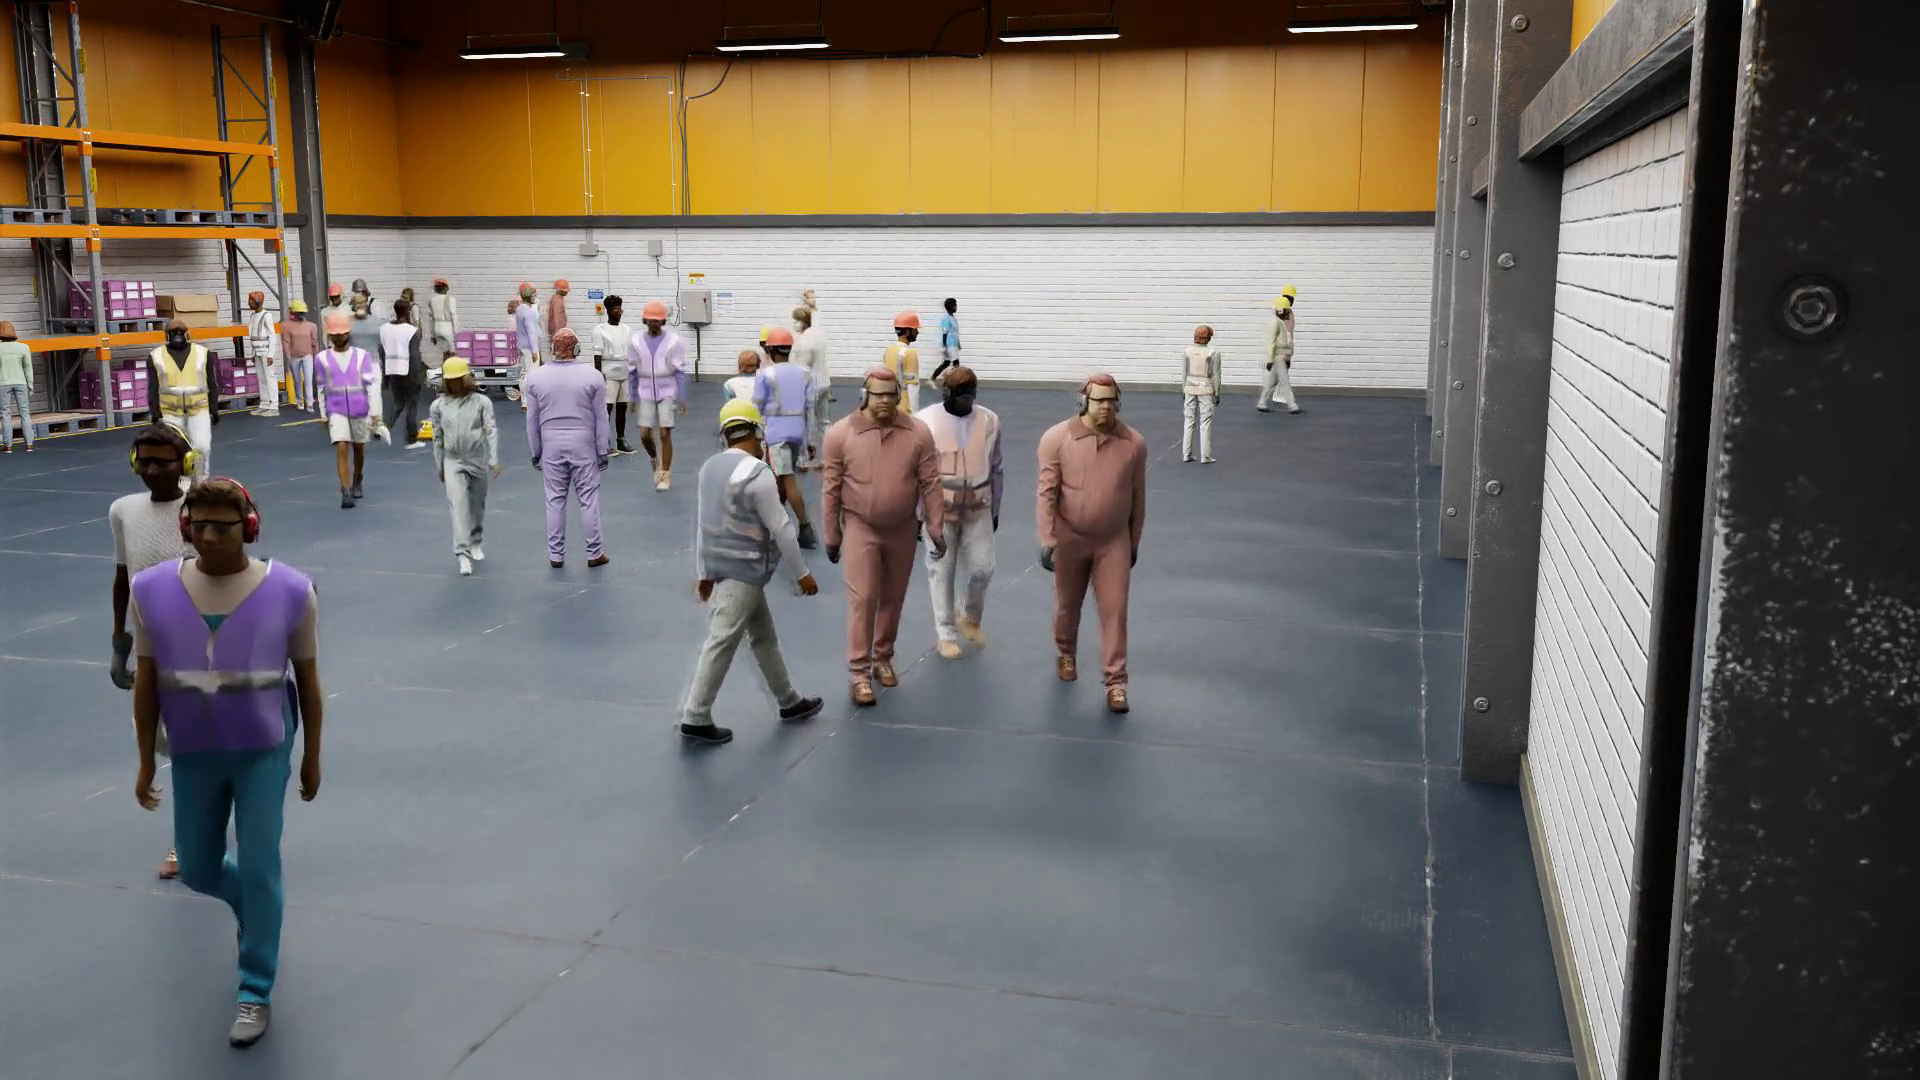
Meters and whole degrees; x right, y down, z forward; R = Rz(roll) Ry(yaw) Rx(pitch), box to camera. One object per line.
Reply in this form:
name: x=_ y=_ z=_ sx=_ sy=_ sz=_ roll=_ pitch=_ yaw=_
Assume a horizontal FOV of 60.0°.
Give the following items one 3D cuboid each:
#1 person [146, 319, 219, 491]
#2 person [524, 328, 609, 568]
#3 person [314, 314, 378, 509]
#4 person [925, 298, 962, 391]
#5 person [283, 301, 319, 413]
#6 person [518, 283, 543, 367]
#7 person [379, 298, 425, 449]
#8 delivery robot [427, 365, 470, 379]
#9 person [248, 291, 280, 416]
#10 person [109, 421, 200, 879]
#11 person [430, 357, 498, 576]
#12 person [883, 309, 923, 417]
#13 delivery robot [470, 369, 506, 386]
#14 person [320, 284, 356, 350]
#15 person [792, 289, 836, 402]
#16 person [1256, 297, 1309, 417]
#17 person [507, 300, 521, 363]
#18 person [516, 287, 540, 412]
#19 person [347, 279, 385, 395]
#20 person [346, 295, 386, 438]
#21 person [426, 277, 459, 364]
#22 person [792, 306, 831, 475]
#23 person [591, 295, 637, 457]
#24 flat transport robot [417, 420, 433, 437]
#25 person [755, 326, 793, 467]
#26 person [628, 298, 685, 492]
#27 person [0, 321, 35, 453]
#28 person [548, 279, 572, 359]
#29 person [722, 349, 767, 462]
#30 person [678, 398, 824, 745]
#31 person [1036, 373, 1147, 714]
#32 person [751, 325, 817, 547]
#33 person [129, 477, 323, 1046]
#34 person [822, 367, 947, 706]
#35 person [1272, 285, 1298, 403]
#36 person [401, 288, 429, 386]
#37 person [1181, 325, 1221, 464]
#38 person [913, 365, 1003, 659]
person: x=-7.765 y=-1.288 z=16.635 sx=0.650 sy=1.829 sz=0.506 roll=-5 pitch=11 yaw=-25
person: x=-3.107 y=-0.727 z=13.247 sx=0.643 sy=1.910 sz=0.399 roll=0 pitch=10 yaw=-2
person: x=-6.097 y=-1.303 z=16.541 sx=0.550 sy=1.900 sz=0.962 roll=-4 pitch=11 yaw=-22
person: x=-0.227 y=-3.437 z=29.282 sx=0.803 sy=1.664 sz=0.533 roll=2 pitch=10 yaw=9
person: x=-10.222 y=-2.851 z=25.824 sx=0.514 sy=1.719 sz=0.906 roll=-4 pitch=11 yaw=-22
person: x=-7.956 y=-3.775 z=30.571 sx=1.000 sy=1.875 sz=0.567 roll=9 pitch=13 yaw=42
person: x=-7.013 y=-2.070 z=20.852 sx=0.615 sy=1.905 sz=0.595 roll=4 pitch=11 yaw=21
delivery robot: x=-8.887 y=-2.861 z=28.894 sx=0.707 sy=0.478 sz=0.477 roll=-2 pitch=10 yaw=-13
person: x=-10.509 y=-2.801 z=25.060 sx=0.575 sy=1.882 sz=0.361 roll=9 pitch=13 yaw=41
person: x=-3.243 y=0.417 z=6.907 sx=0.540 sy=1.851 sz=0.669 roll=0 pitch=10 yaw=2
person: x=-3.939 y=-0.619 z=13.236 sx=0.493 sy=1.697 sz=0.923 roll=-3 pitch=11 yaw=-19
person: x=-0.538 y=-1.292 z=16.356 sx=0.379 sy=1.937 sz=0.548 roll=-6 pitch=12 yaw=-30
delivery robot: x=-8.172 y=-2.894 z=29.076 sx=0.707 sy=0.478 sz=0.477 roll=-5 pitch=11 yaw=-29
person: x=-10.000 y=-3.170 z=26.940 sx=0.608 sy=1.966 sz=0.946 roll=-2 pitch=10 yaw=-9
person: x=-2.510 y=-3.197 z=27.398 sx=1.006 sy=1.859 sz=0.669 roll=8 pitch=13 yaw=40
person: x=4.863 y=-2.753 z=25.067 sx=0.848 sy=1.790 sz=0.615 roll=4 pitch=11 yaw=23
person: x=-7.855 y=-3.458 z=29.614 sx=0.723 sy=1.616 sz=0.504 roll=5 pitch=11 yaw=28
person: x=-6.597 y=-2.906 z=25.499 sx=0.373 sy=1.940 sz=0.628 roll=-5 pitch=11 yaw=-28
person: x=-10.119 y=-3.429 z=28.169 sx=0.691 sy=2.000 sz=0.921 roll=1 pitch=10 yaw=3
person: x=-7.938 y=-2.294 z=22.128 sx=0.647 sy=1.898 sz=0.916 roll=-3 pitch=10 yaw=-14
person: x=-9.301 y=-3.733 z=30.003 sx=0.674 sy=1.996 sz=0.531 roll=4 pitch=11 yaw=20
person: x=-1.688 y=-1.669 z=18.613 sx=0.477 sy=1.895 sz=0.672 roll=3 pitch=10 yaw=17
person: x=-4.216 y=-2.009 z=20.333 sx=0.361 sy=1.965 sz=0.613 roll=7 pitch=12 yaw=33
flat transport robot: x=-6.893 y=-1.567 z=22.633 sx=0.652 sy=0.197 sz=1.431 roll=-1 pitch=10 yaw=-3
person: x=-2.021 y=-1.374 z=17.441 sx=0.539 sy=1.721 sz=0.911 roll=2 pitch=10 yaw=9
person: x=-3.158 y=-1.507 z=17.348 sx=0.622 sy=2.016 sz=0.488 roll=0 pitch=10 yaw=3
person: x=-11.794 y=-1.902 z=20.673 sx=0.507 sy=1.633 sz=0.276 roll=-8 pitch=13 yaw=-38
person: x=-7.490 y=-3.900 z=31.114 sx=0.497 sy=1.946 sz=0.588 roll=-3 pitch=10 yaw=-17
person: x=-1.970 y=-0.971 z=15.497 sx=0.530 sy=1.603 sz=0.812 roll=3 pitch=10 yaw=15
person: x=-1.117 y=0.158 z=8.637 sx=0.905 sy=1.769 sz=0.603 roll=-6 pitch=12 yaw=-31
person: x=0.738 y=-0.027 z=9.446 sx=0.643 sy=1.861 sz=1.000 roll=-1 pitch=10 yaw=-4
person: x=-1.510 y=-0.895 z=14.297 sx=0.563 sy=1.883 sz=1.033 roll=-8 pitch=13 yaw=-39
person: x=-2.394 y=0.680 z=5.496 sx=0.585 sy=1.830 sz=0.670 roll=-2 pitch=10 yaw=-9
person: x=-0.435 y=-0.041 z=9.463 sx=0.664 sy=1.879 sz=0.704 roll=-3 pitch=11 yaw=-18
person: x=5.341 y=-3.218 z=27.311 sx=0.386 sy=1.920 sz=0.590 roll=4 pitch=11 yaw=24
person: x=-9.895 y=-3.658 z=30.109 sx=0.524 sy=1.820 sz=0.653 roll=-8 pitch=13 yaw=-40
person: x=2.839 y=-1.716 z=19.636 sx=0.509 sy=1.629 sz=0.314 roll=6 pitch=12 yaw=33
person: x=-0.023 y=-0.172 z=10.328 sx=0.638 sy=1.830 sz=0.437 roll=-3 pitch=10 yaw=-15
